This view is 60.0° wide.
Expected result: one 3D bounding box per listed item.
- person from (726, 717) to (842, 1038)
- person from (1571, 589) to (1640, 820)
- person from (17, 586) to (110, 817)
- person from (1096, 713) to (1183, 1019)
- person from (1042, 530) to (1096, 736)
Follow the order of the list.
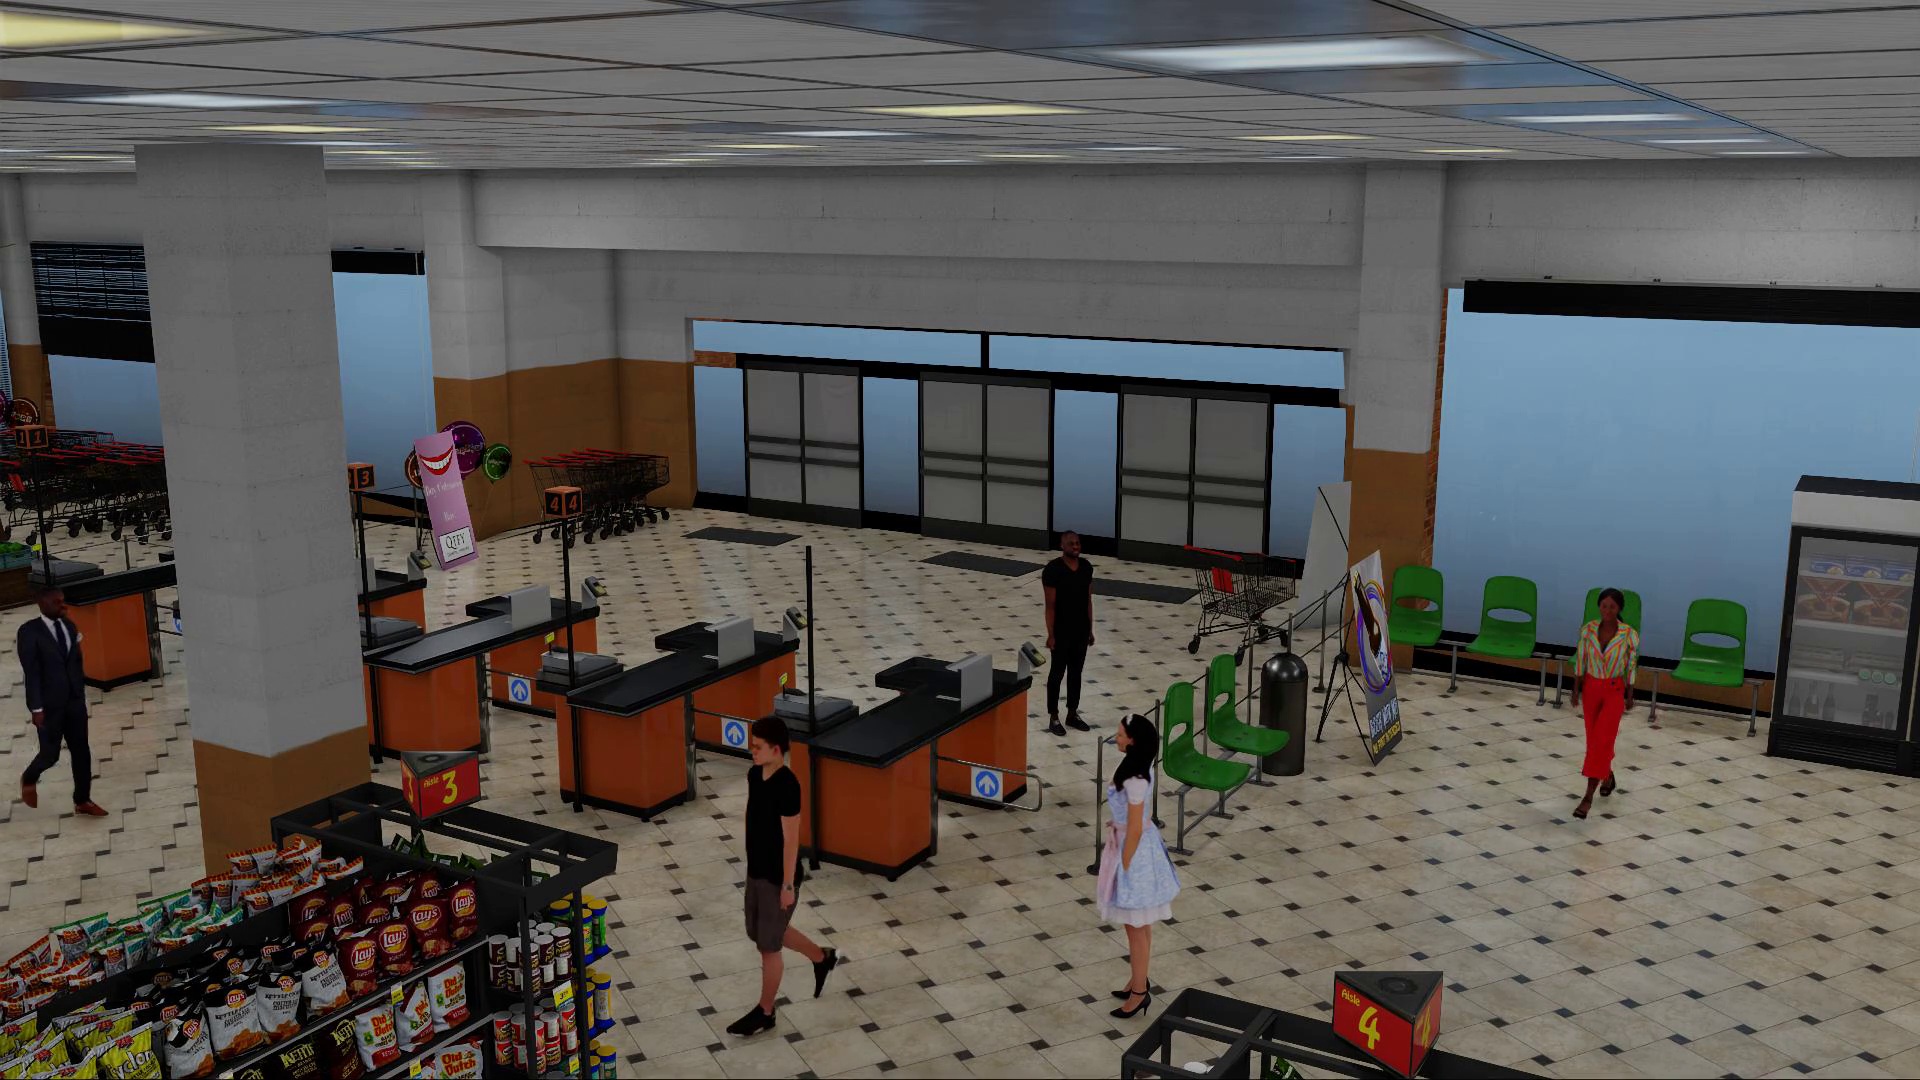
[{"bbox_3d":[-0.993,1.889,9.497,1.123,1.847,0.949,-8,14,-33],"label":"person"},{"bbox_3d":[4.966,1.249,12.806,0.661,1.736,1.191,8,15,35],"label":"person"},{"bbox_3d":[-6.946,1.242,12.679,0.813,1.802,0.934,5,13,22],"label":"person"},{"bbox_3d":[1.006,1.876,9.627,0.860,1.818,0.772,2,12,11],"label":"person"},{"bbox_3d":[0.957,0.801,14.731,0.682,1.820,0.809,-7,14,-30],"label":"person"}]
